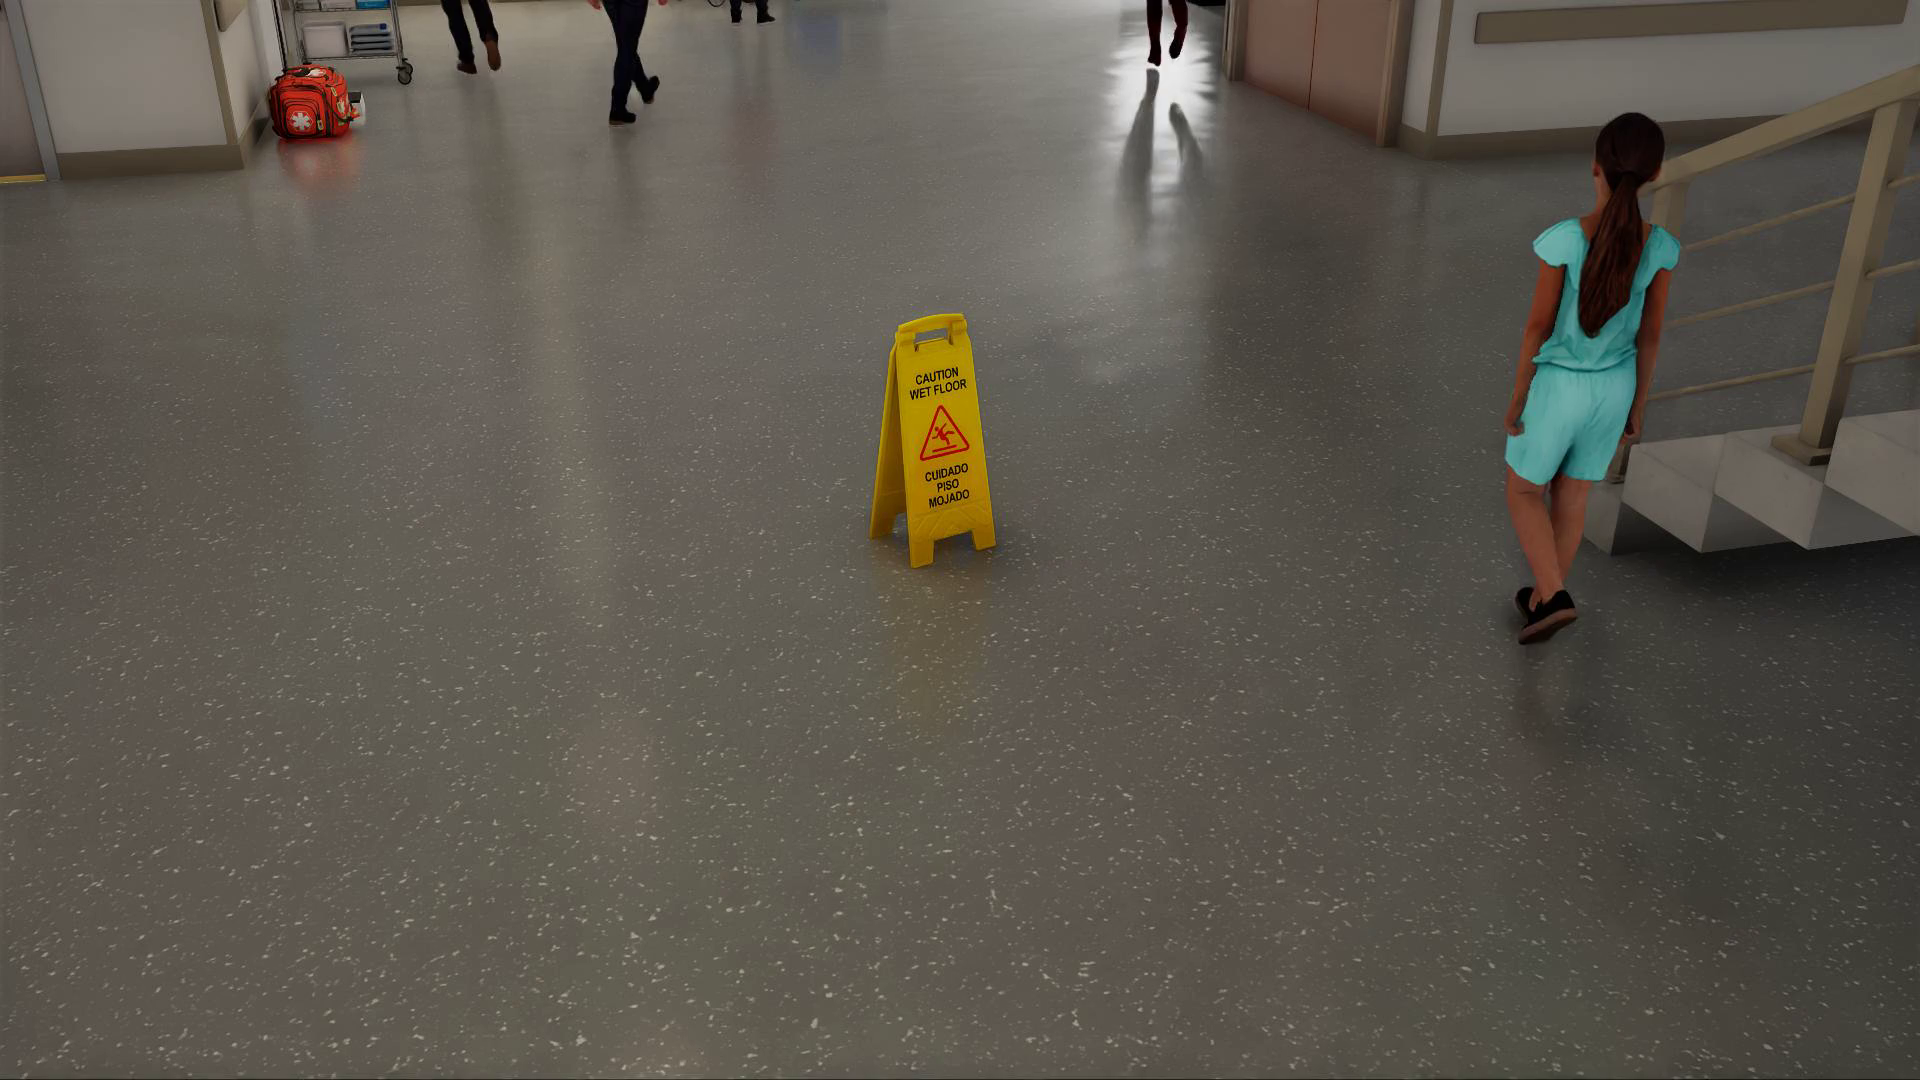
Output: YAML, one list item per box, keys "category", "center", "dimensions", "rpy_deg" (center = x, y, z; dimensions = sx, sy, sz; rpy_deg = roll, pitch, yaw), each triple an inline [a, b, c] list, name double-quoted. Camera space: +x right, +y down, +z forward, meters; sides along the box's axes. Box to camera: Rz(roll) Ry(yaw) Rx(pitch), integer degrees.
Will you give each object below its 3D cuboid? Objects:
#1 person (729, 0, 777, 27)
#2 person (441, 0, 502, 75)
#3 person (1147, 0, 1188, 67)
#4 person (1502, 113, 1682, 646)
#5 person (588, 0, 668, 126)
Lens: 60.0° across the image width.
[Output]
- category: "person"
  center: [-1.989, -5.750, 15.258]
  dimensions: [0.692, 1.958, 0.674]
  rpy_deg: [3, 26, 6]
- category: "person"
  center: [-3.838, -4.457, 12.719]
  dimensions: [0.859, 1.834, 1.127]
  rpy_deg: [-12, 28, -23]
- category: "person"
  center: [1.646, -4.546, 13.071]
  dimensions: [0.689, 1.689, 1.050]
  rpy_deg: [-3, 26, -7]
- category: "person"
  center: [1.714, -0.375, 4.586]
  dimensions: [0.694, 1.547, 0.857]
  rpy_deg: [2, 26, 3]
- category: "person"
  center: [-2.286, -3.686, 11.138]
  dimensions: [0.998, 1.820, 1.288]
  rpy_deg: [5, 26, 10]
